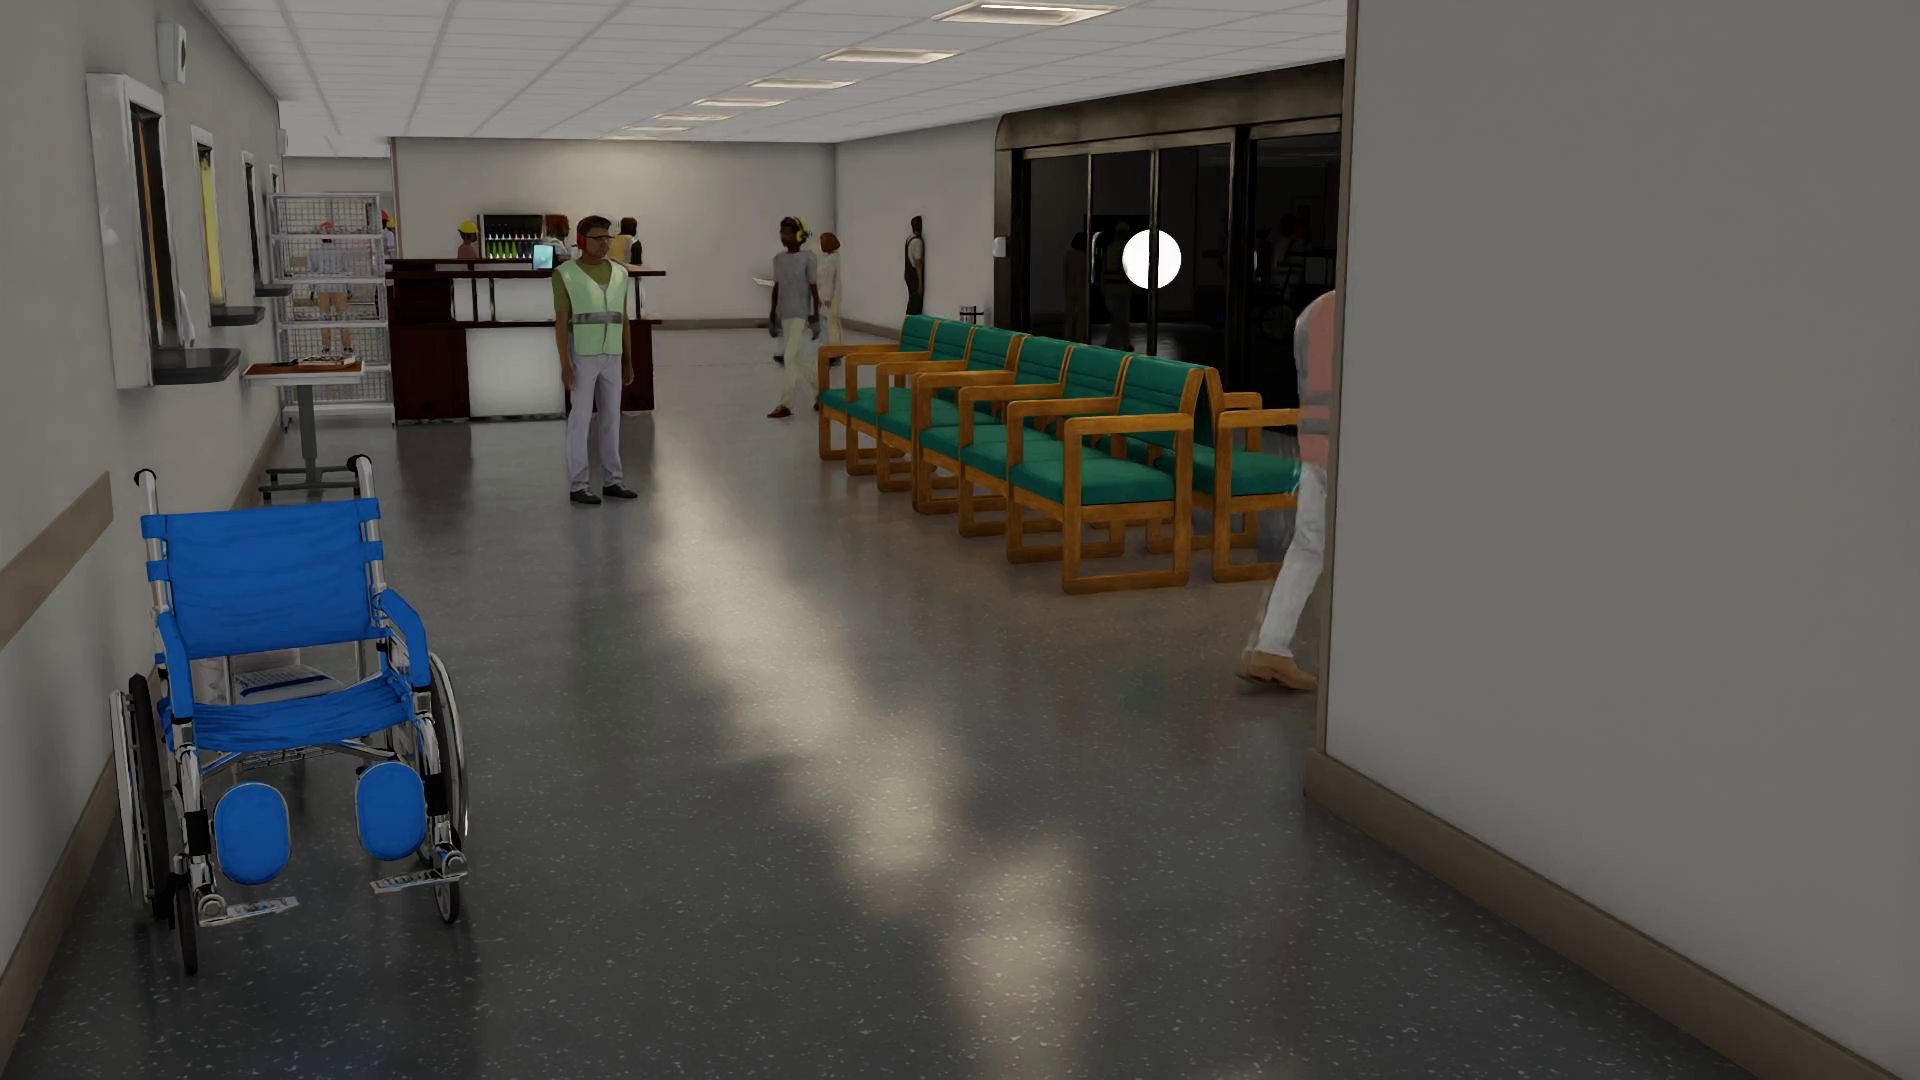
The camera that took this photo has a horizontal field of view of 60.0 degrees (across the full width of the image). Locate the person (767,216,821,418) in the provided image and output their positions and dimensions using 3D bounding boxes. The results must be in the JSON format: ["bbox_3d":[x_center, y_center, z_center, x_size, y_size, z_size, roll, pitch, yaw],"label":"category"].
[{"bbox_3d":[-1.504,-2.069,15.403,0.524,1.840,0.888,8,13,35],"label":"person"}]

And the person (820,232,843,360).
[{"bbox_3d":[-1.648,-3.116,21.315,0.286,1.627,0.505,1,11,6],"label":"person"}]

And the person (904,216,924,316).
[{"bbox_3d":[-0.607,-3.638,23.443,0.344,1.838,0.501,-3,12,-17],"label":"person"}]

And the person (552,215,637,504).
[{"bbox_3d":[-2.361,-1.157,10.715,0.388,1.838,0.562,9,14,40],"label":"person"}]

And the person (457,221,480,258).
[{"bbox_3d":[-6.607,-3.411,22.457,0.316,1.769,0.523,-7,13,-32],"label":"person"}]

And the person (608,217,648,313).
[{"bbox_3d":[-4.676,-3.629,23.450,0.624,1.824,0.453,7,13,31],"label":"person"}]

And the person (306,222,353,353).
[{"bbox_3d":[-8.446,-3.382,22.330,0.561,1.753,0.332,-3,12,-17],"label":"person"}]

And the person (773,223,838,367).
[{"bbox_3d":[-1.896,-3.014,20.459,0.878,1.773,0.639,1,11,3],"label":"person"}]

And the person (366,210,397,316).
[{"bbox_3d":[-9.970,-4.731,28.787,0.542,1.937,0.360,3,11,15],"label":"person"}]
